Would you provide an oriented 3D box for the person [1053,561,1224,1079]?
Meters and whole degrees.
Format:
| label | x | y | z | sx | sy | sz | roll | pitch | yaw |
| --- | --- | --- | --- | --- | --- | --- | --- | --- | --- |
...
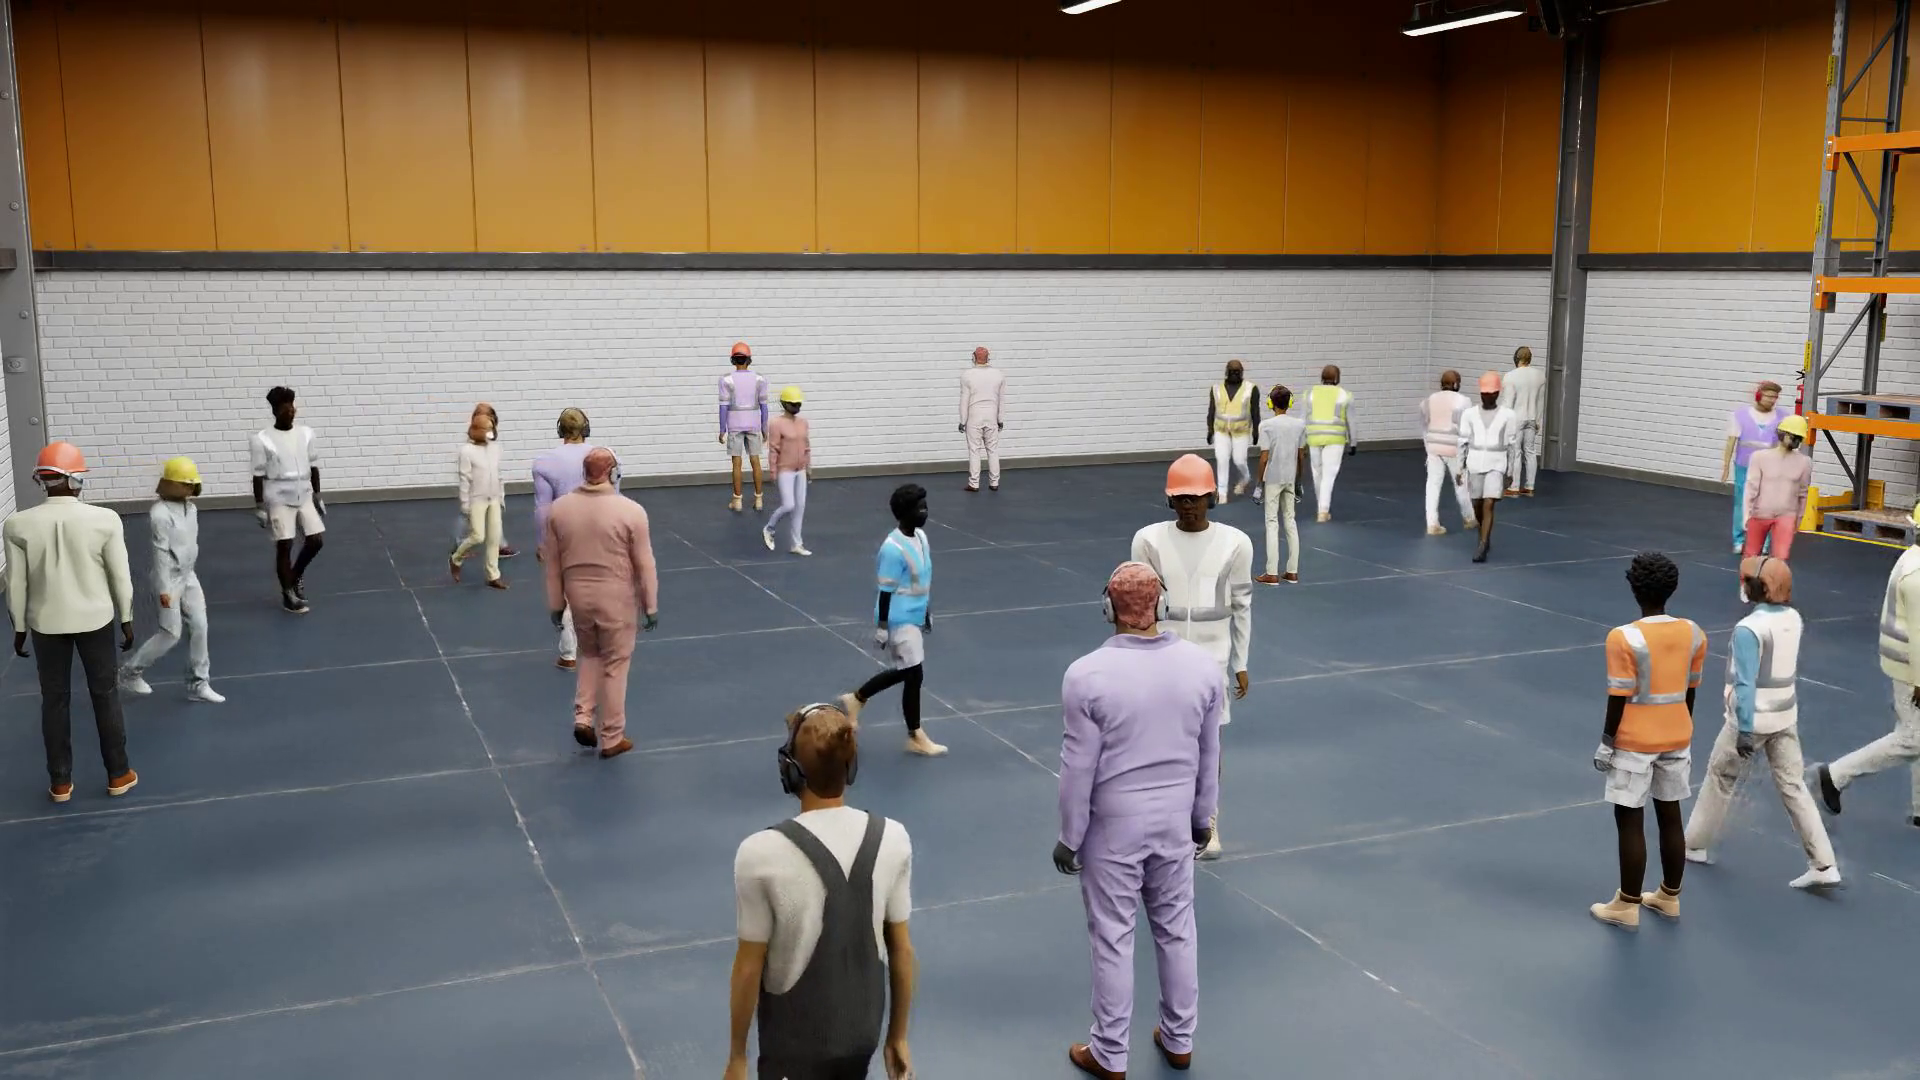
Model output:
| label | x | y | z | sx | sy | sz | roll | pitch | yaw |
| --- | --- | --- | --- | --- | --- | --- | --- | --- | --- |
| person | 0.631 | 1.021 | 6.070 | 0.651 | 1.904 | 0.401 | -4 | 10 | -22 |

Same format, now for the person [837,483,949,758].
| label | x | y | z | sx | sy | sz | roll | pitch | yaw |
| --- | --- | --- | --- | --- | --- | --- | --- | --- | --- |
| person | -0.414 | 0.471 | 10.079 | 0.692 | 1.669 | 0.532 | 3 | 10 | 17 |

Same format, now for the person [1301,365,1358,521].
| label | x | y | z | sx | sy | sz | roll | pitch | yaw |
| --- | --- | --- | --- | --- | --- | --- | --- | --- | --- |
| person | 4.351 | -1.150 | 19.554 | 0.650 | 1.791 | 0.943 | 5 | 11 | 29 |

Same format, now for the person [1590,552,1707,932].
| label | x | y | z | sx | sy | sz | roll | pitch | yaw |
| --- | --- | --- | --- | --- | --- | --- | --- | --- | --- |
| person | 3.070 | 0.896 | 7.442 | 0.540 | 1.698 | 0.318 | -4 | 10 | -22 |

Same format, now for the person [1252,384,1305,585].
| label | x | y | z | sx | sy | sz | roll | pitch | yaw |
| --- | --- | --- | --- | --- | --- | --- | --- | --- | --- |
| person | 2.967 | -0.512 | 15.480 | 0.532 | 1.864 | 0.314 | -4 | 10 | -22 |

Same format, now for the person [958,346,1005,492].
| label | x | y | z | sx | sy | sz | roll | pitch | yaw |
| --- | --- | --- | --- | --- | --- | --- | --- | --- | --- |
| person | 0.272 | -1.587 | 21.864 | 0.651 | 1.906 | 0.401 | -4 | 10 | -22 |

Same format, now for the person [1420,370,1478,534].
| label | x | y | z | sx | sy | sz | roll | pitch | yaw |
| --- | --- | --- | --- | --- | --- | --- | --- | --- | --- |
| person | 5.479 | -0.981 | 18.520 | 0.637 | 1.795 | 0.938 | 9 | 13 | 42 |

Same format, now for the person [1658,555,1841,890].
| label | x | y | z | sx | sy | sz | roll | pitch | yaw |
| --- | --- | --- | --- | --- | --- | --- | --- | --- | --- |
| person | 3.862 | 0.863 | 7.975 | 0.527 | 1.598 | 0.875 | -6 | 11 | -31 |

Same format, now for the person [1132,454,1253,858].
| label | x | y | z | sx | sy | sz | roll | pitch | yaw |
| --- | --- | --- | --- | --- | --- | --- | --- | --- | --- |
| person | 1.139 | 0.585 | 8.293 | 0.614 | 2.040 | 0.391 | 2 | 10 | 10 |

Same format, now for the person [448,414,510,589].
| label | x | y | z | sx | sy | sz | roll | pitch | yaw |
| --- | --- | --- | --- | --- | --- | --- | --- | --- | --- |
| person | -4.418 | -0.353 | 15.246 | 0.527 | 1.622 | 0.505 | 6 | 11 | 30 |

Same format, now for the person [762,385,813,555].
| label | x | y | z | sx | sy | sz | roll | pitch | yaw |
| --- | --- | --- | --- | --- | --- | --- | --- | --- | --- |
| person | -1.750 | -0.707 | 17.009 | 0.433 | 1.757 | 0.527 | 7 | 12 | 37 |

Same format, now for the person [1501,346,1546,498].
| label | x | y | z | sx | sy | sz | roll | pitch | yaw |
| --- | --- | --- | --- | --- | --- | --- | --- | --- | --- |
| person | 7.176 | -1.506 | 21.278 | 0.634 | 1.937 | 0.355 | -4 | 10 | -22 |

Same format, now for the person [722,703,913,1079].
| label | x | y | z | sx | sy | sz | roll | pitch | yaw |
| --- | --- | --- | --- | --- | --- | --- | --- | --- | --- |
| person | -0.334 | 1.339 | 4.399 | 0.523 | 1.828 | 0.762 | -7 | 12 | -35 |

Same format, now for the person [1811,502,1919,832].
| label | x | y | z | sx | sy | sz | roll | pitch | yaw |
| --- | --- | --- | --- | --- | --- | --- | --- | --- | --- |
| person | 4.911 | 0.644 | 8.630 | 0.694 | 1.816 | 0.598 | 6 | 11 | 33 |

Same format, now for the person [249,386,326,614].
| label | x | y | z | sx | sy | sz | roll | pitch | yaw |
| --- | --- | --- | --- | --- | --- | --- | --- | --- | --- |
| person | -5.709 | -0.341 | 14.175 | 0.431 | 1.949 | 0.645 | 7 | 12 | 37 |

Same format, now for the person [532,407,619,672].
| label | x | y | z | sx | sy | sz | roll | pitch | yaw |
| --- | --- | --- | --- | --- | --- | --- | --- | --- | --- |
| person | -2.788 | -0.001 | 12.159 | 0.634 | 1.935 | 0.350 | -4 | 10 | -22 |

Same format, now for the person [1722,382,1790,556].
| label | x | y | z | sx | sy | sz | roll | pitch | yaw |
| --- | --- | --- | --- | --- | --- | --- | --- | --- | --- |
| person | 8.004 | -0.687 | 16.743 | 0.614 | 1.784 | 0.981 | 3 | 10 | 20 |

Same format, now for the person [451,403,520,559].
| label | x | y | z | sx | sy | sz | roll | pitch | yaw |
| --- | --- | --- | --- | --- | --- | --- | --- | --- | --- |
| person | -4.793 | -0.579 | 16.698 | 0.789 | 1.585 | 0.527 | 2 | 10 | 11 |

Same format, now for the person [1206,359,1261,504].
| label | x | y | z | sx | sy | sz | roll | pitch | yaw |
| --- | --- | --- | --- | --- | --- | --- | --- | --- | --- |
| person | 3.427 | -1.365 | 20.801 | 0.671 | 1.819 | 0.590 | 3 | 10 | 19 |

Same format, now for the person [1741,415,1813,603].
| label | x | y | z | sx | sy | sz | roll | pitch | yaw |
| --- | --- | --- | --- | --- | --- | --- | --- | --- | --- |
| person | 6.907 | -0.224 | 14.132 | 0.539 | 1.725 | 0.805 | 3 | 10 | 16 |

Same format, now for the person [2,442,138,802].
| label | x | y | z | sx | sy | sz | roll | pitch | yaw |
| --- | --- | --- | --- | --- | --- | --- | --- | --- | --- |
| person | -4.932 | 0.452 | 9.249 | 0.621 | 1.990 | 0.391 | -4 | 10 | -22 |

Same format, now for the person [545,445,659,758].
| label | x | y | z | sx | sy | sz | roll | pitch | yaw |
| --- | --- | --- | --- | --- | --- | --- | --- | --- | --- |
| person | -2.137 | 0.373 | 10.043 | 0.676 | 1.890 | 0.429 | 3 | 10 | 15 |

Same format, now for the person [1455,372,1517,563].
| label | x | y | z | sx | sy | sz | roll | pitch | yaw |
| --- | --- | --- | --- | --- | --- | --- | --- | --- | --- |
| person | 5.350 | -0.761 | 16.898 | 0.559 | 1.908 | 0.947 | 5 | 10 | 26 |

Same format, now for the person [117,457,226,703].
| label | x | y | z | sx | sy | sz | roll | pitch | yaw |
| --- | --- | --- | --- | --- | --- | --- | --- | --- | --- |
| person | -5.353 | 0.274 | 11.186 | 0.671 | 1.704 | 0.492 | 2 | 10 | 10 |

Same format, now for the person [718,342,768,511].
| label | x | y | z | sx | sy | sz | roll | pitch | yaw |
| --- | --- | --- | --- | --- | --- | --- | --- | --- | --- |
| person | -2.631 | -1.369 | 20.136 | 0.614 | 2.039 | 0.387 | -4 | 10 | -22 |
